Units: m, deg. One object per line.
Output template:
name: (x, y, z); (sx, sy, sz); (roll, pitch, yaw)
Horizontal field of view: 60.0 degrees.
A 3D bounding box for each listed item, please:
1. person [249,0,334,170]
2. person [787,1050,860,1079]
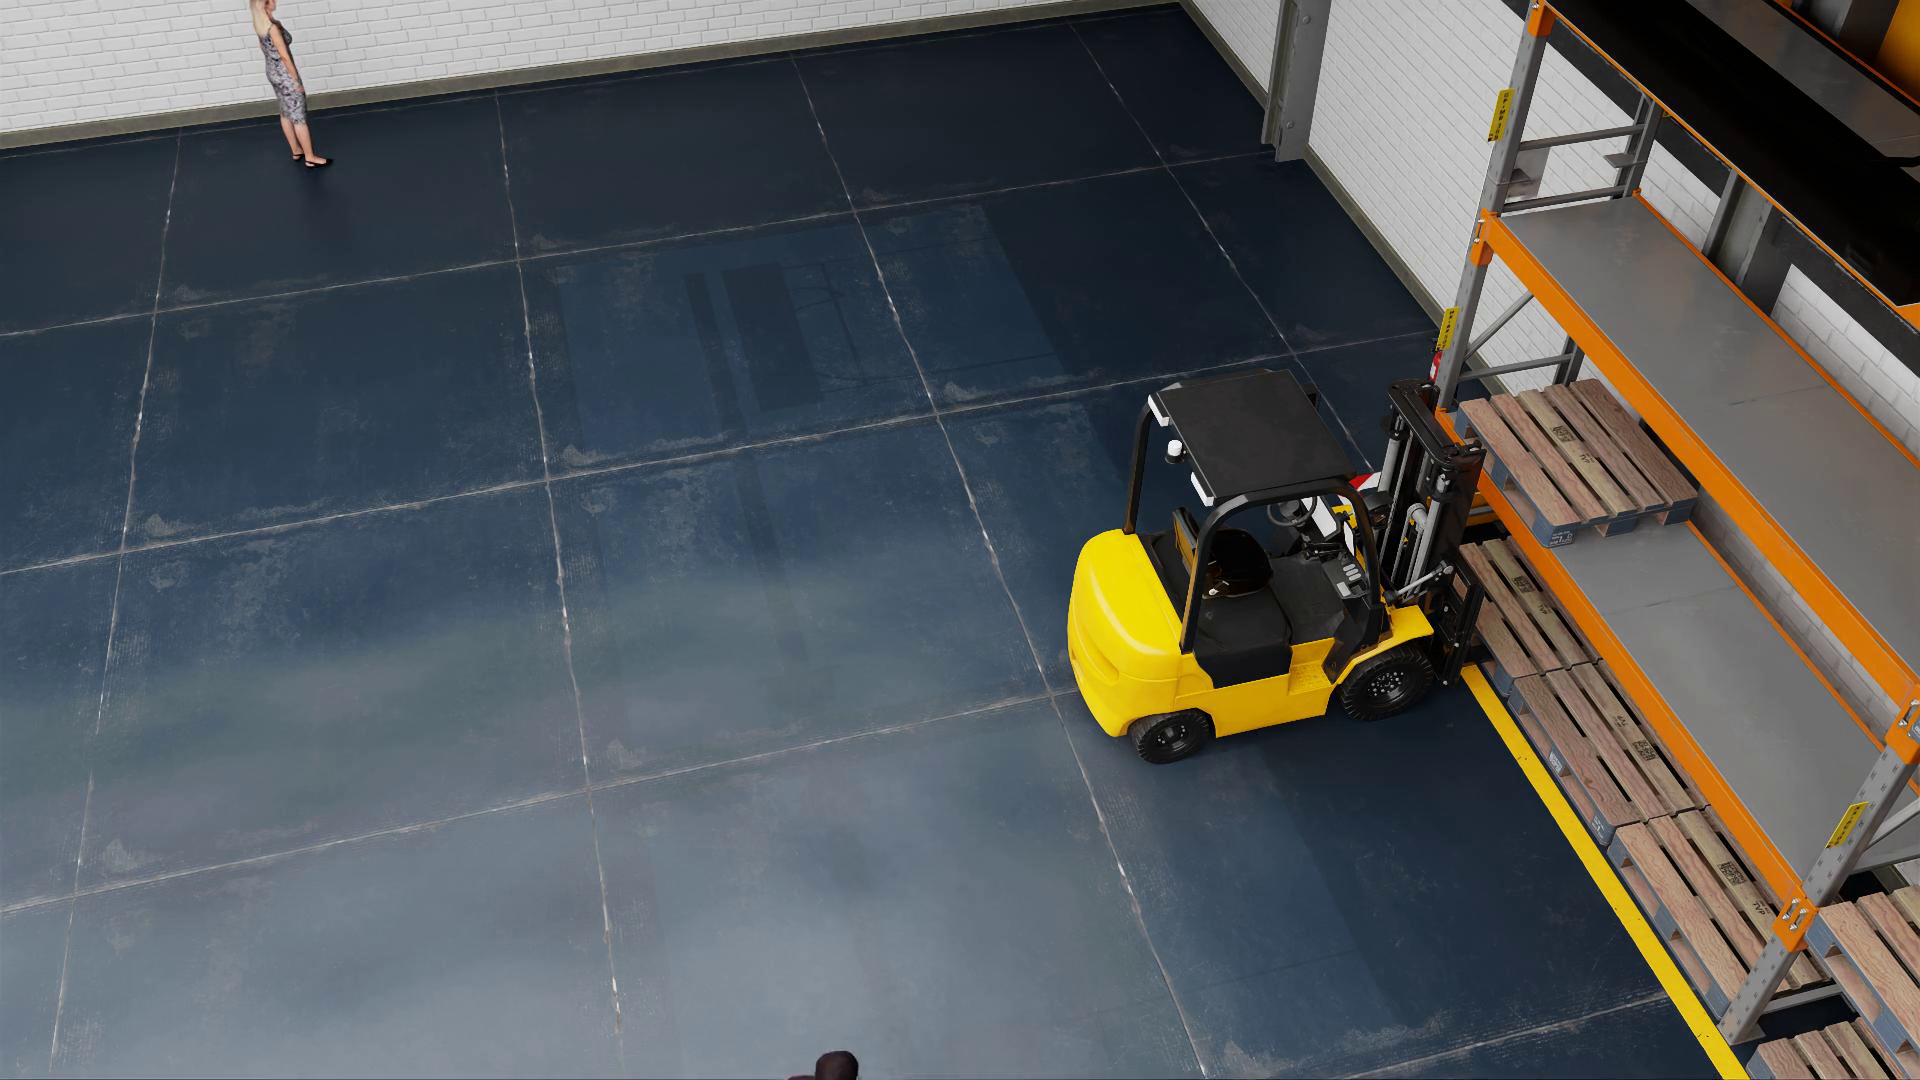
person: (-6.152, -4.191, 15.107); (0.595, 1.703, 0.701); (34, 53, 30)
person: (-0.518, 2.792, 7.667); (1.039, 1.854, 1.340); (6, 44, 6)
